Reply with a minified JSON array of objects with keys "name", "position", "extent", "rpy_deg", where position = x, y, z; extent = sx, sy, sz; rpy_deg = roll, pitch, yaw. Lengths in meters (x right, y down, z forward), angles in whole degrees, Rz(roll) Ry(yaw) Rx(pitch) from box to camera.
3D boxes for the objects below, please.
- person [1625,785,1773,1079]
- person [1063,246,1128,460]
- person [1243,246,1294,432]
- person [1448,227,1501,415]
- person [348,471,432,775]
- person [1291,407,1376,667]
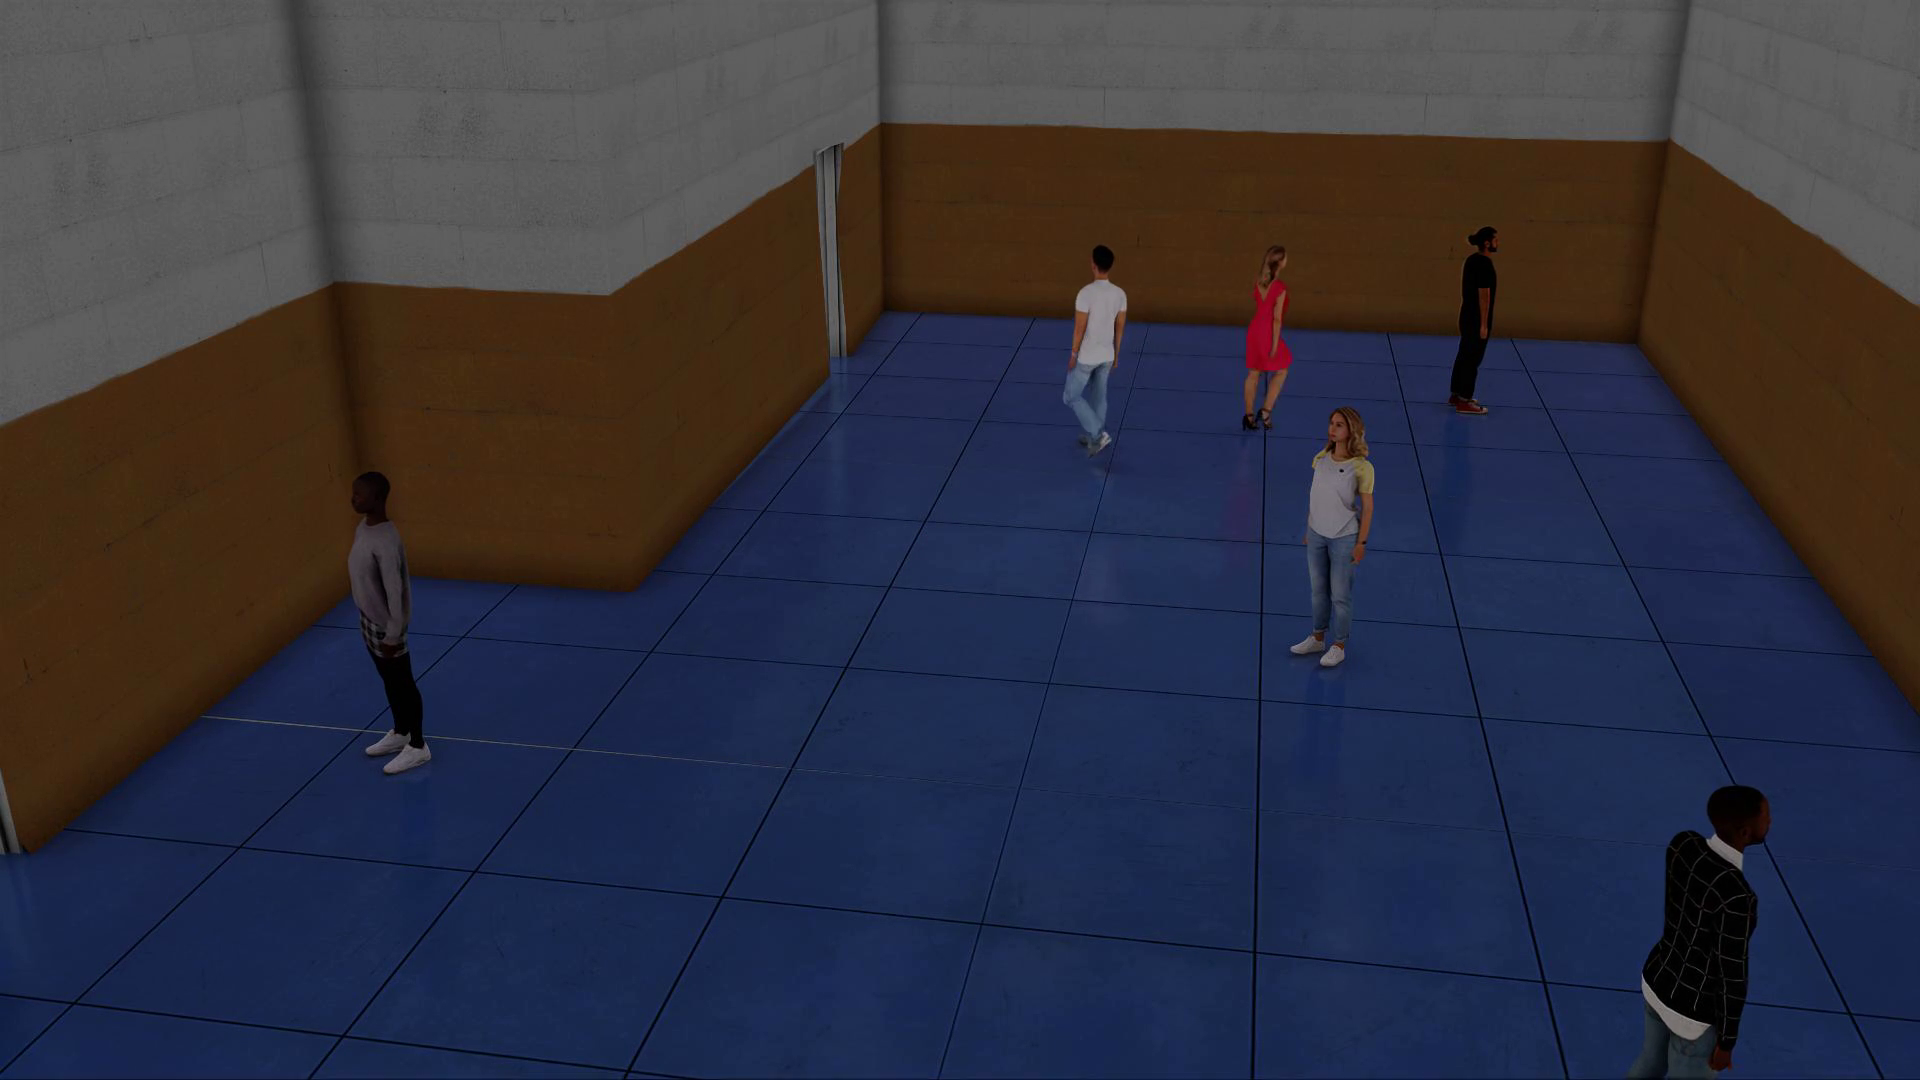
[{"name":"person","position":[2.707,1.706,6.220],"extent":[0.661,1.819,0.710],"rpy_deg":[-3,22,-7]},{"name":"person","position":[1.181,-1.595,14.397],"extent":[0.989,1.847,1.042],"rpy_deg":[-13,25,-30]},{"name":"person","position":[2.700,-1.812,15.114],"extent":[0.777,1.715,0.720],"rpy_deg":[-12,25,-28]},{"name":"person","position":[4.876,-2.087,15.743],"extent":[0.609,1.757,0.674],"rpy_deg":[-1,22,-2]},{"name":"person","position":[-3.236,0.450,9.409],"extent":[0.752,1.772,0.683],"rpy_deg":[-16,27,-34]},{"name":"person","position":[2.403,-0.027,10.641],"extent":[0.771,1.723,0.693],"rpy_deg":[-17,28,-36]}]
